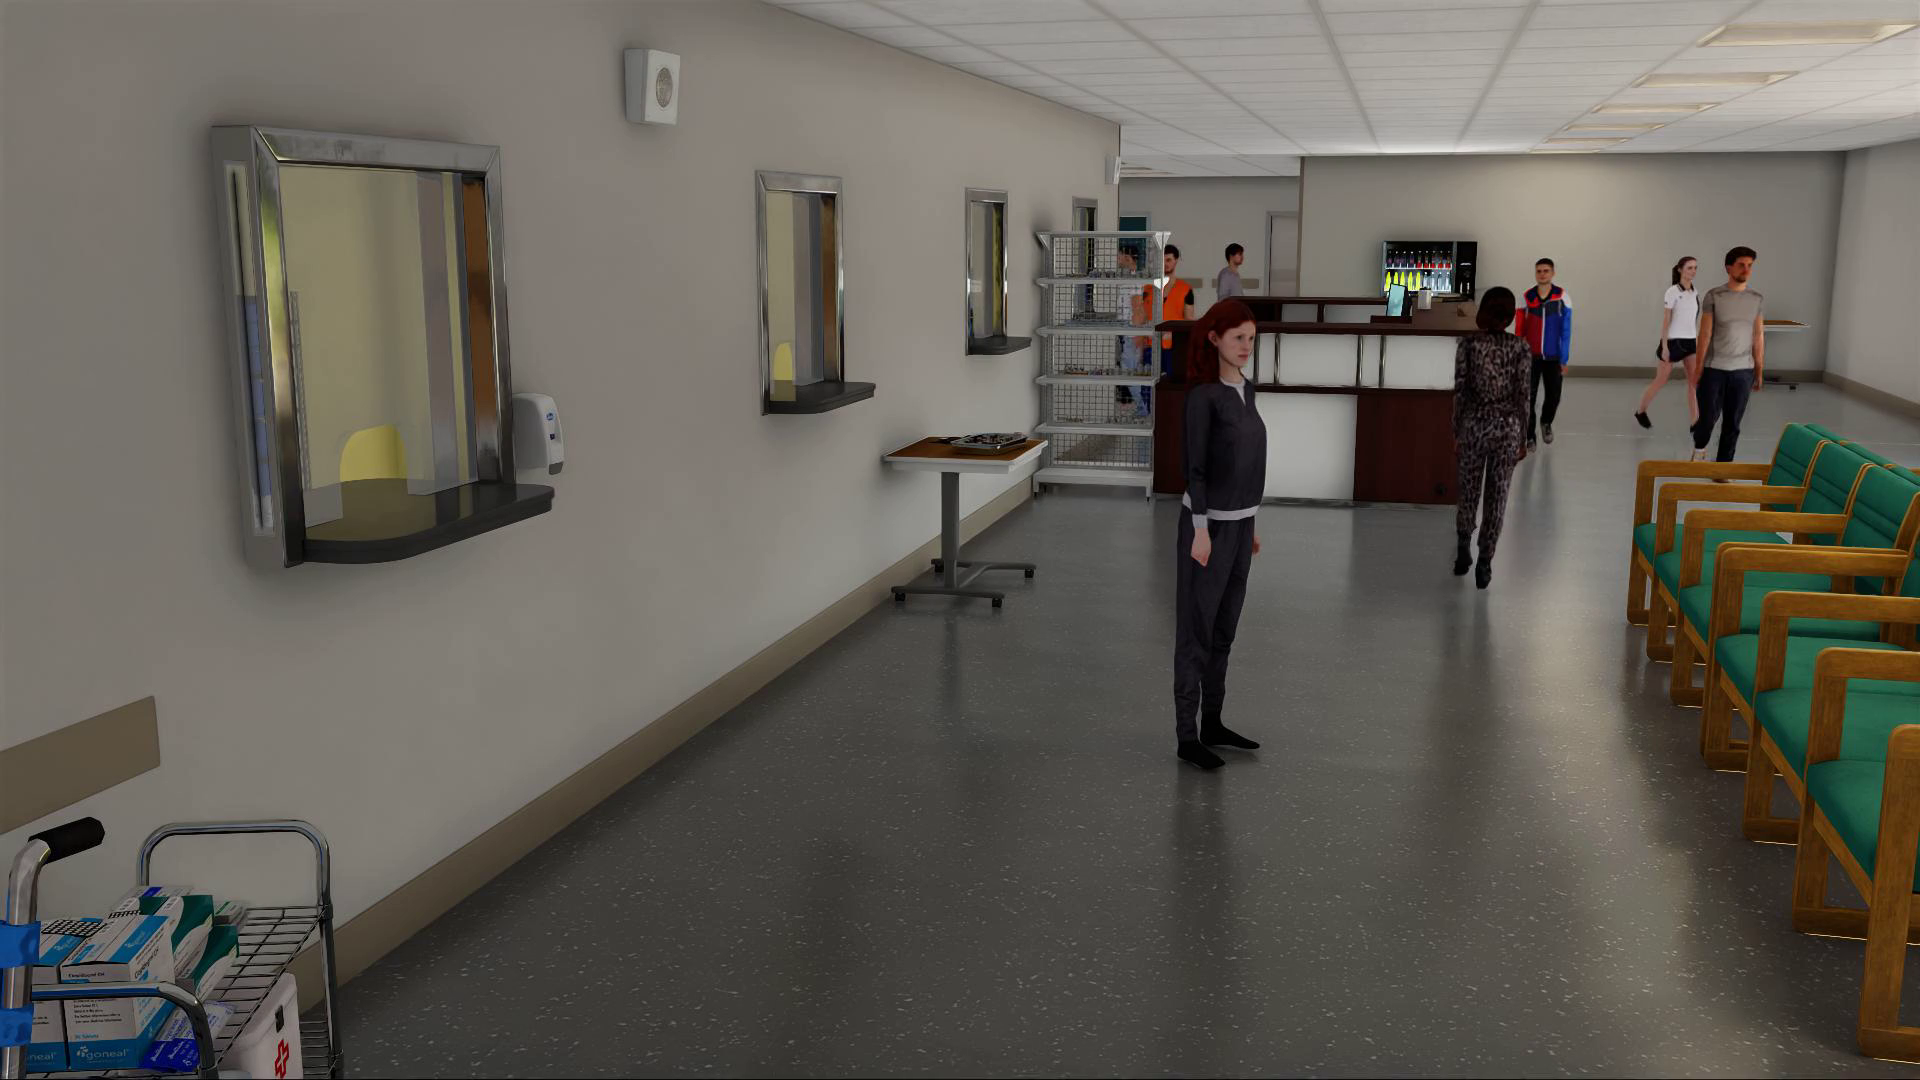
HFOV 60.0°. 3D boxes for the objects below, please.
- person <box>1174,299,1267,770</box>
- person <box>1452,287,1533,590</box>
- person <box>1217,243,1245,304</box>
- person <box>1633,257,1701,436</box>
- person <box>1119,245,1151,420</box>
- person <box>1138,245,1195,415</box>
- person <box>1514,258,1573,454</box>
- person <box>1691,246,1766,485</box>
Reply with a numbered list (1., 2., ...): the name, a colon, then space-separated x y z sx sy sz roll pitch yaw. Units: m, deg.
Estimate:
1. person: 0.992 -0.033 6.404 0.624 1.782 0.647 8 14 37
2. person: 2.983 -0.561 9.395 0.612 1.703 0.667 5 12 23
3. person: 3.104 -2.573 19.713 1.083 1.810 0.788 5 12 23
4. person: 6.983 -1.880 16.337 1.167 1.708 1.096 -4 11 -19
5. person: 1.860 -2.100 17.171 0.671 1.829 0.735 0 11 1
6. person: 1.883 -1.721 15.056 0.699 1.872 0.821 5 12 26
7. person: 5.272 -1.658 15.064 0.724 1.747 0.736 4 11 20
8. person: 5.970 -1.339 13.015 0.812 1.883 0.797 1 11 7
